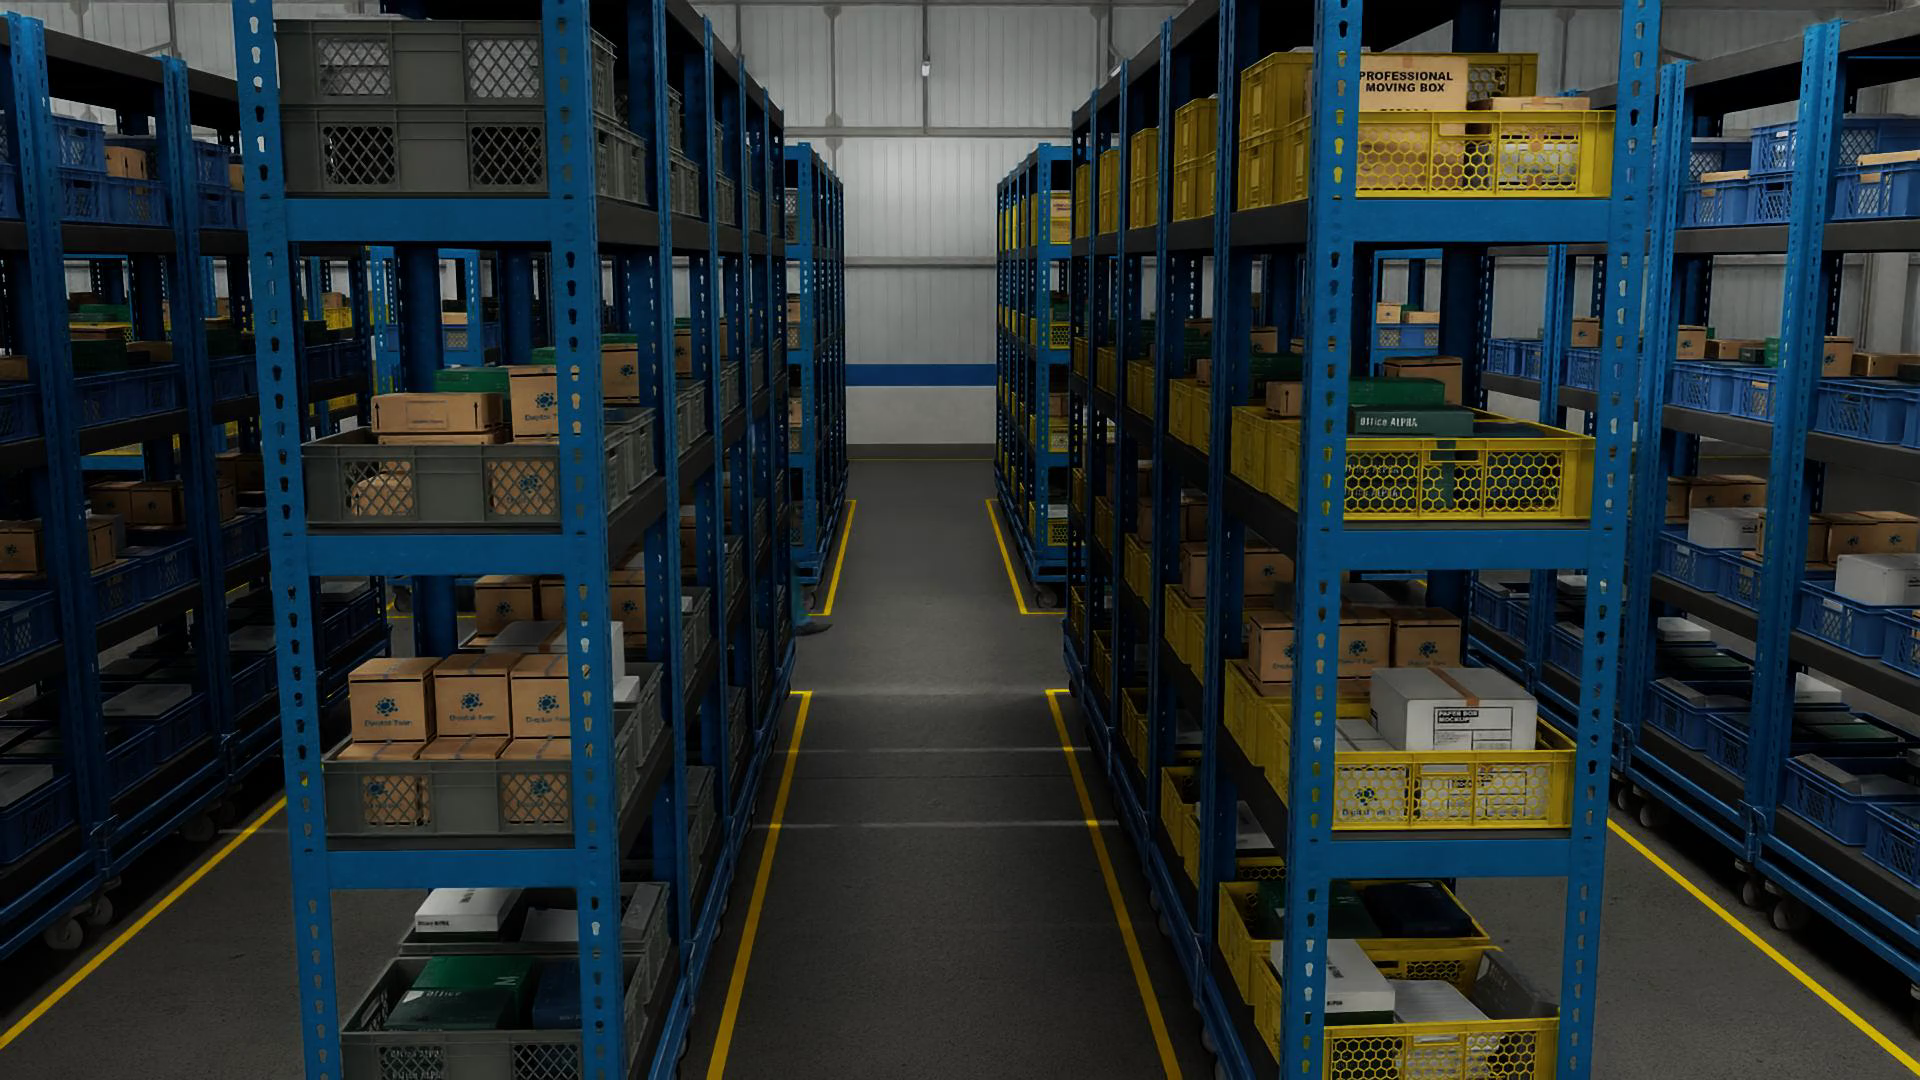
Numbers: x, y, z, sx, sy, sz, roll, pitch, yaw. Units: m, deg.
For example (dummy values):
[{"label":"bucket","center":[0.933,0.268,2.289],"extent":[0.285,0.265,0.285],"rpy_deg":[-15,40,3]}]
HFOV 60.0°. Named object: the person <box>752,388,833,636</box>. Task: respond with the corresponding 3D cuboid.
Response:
[{"label":"person","center":[-1.248,-0.207,12.098],"extent":[0.746,1.819,0.598],"rpy_deg":[1,9,4]}]
